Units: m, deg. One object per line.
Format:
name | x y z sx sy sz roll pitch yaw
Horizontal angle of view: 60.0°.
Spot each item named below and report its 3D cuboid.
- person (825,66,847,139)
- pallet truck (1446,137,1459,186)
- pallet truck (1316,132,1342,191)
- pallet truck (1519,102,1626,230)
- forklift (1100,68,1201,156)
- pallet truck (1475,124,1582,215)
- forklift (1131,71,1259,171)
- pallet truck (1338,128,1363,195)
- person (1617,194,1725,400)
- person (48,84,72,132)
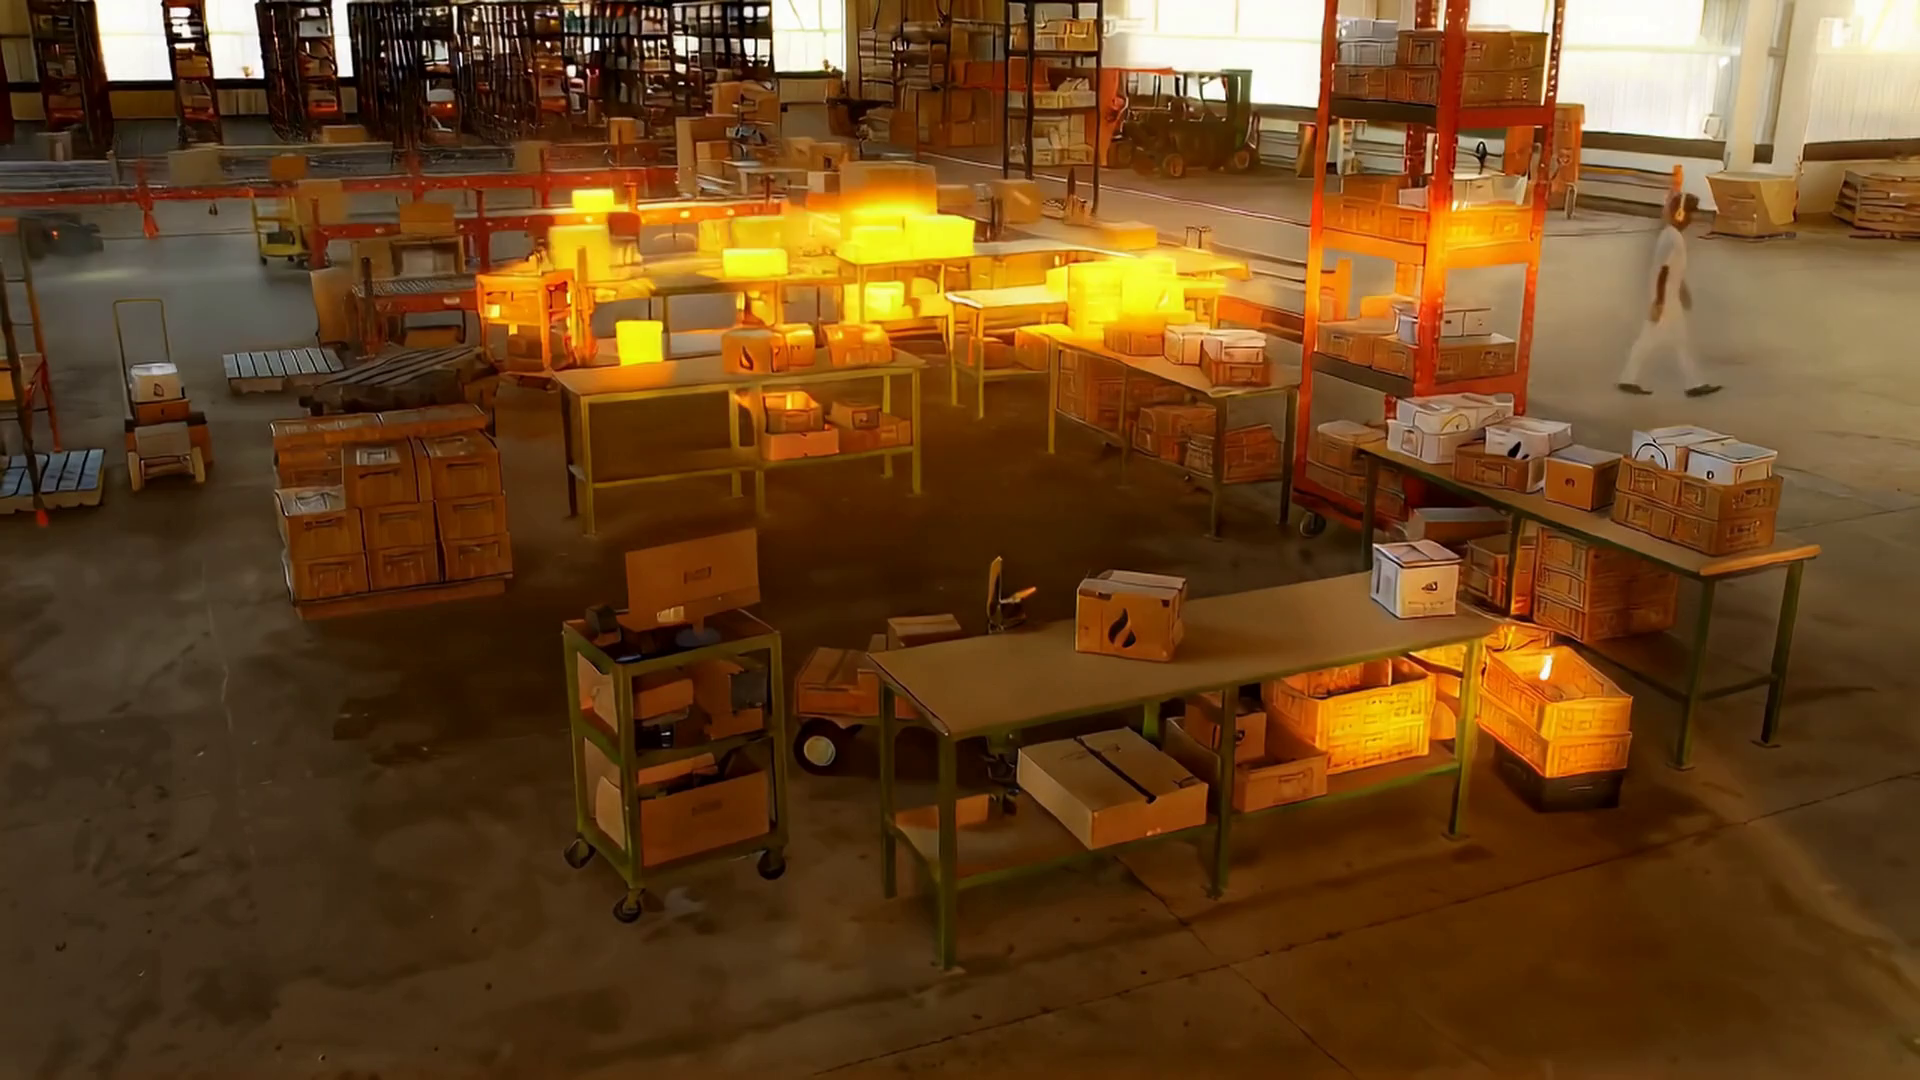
person | -3.425 -12.122 46.044 0.630 1.950 1.009 2 18 7
pallet truck | 9.184 -6.485 29.328 1.630 1.274 0.653 -8 19 -23
pallet truck | 7.723 -7.504 32.656 1.601 1.201 0.680 -8 19 -23
pallet truck | 9.972 -6.037 26.785 1.885 1.965 0.823 -9 20 -25
forklift | 4.082 -9.564 37.410 2.680 1.987 1.157 -8 19 -23
pallet truck | 9.707 -6.455 28.103 1.885 1.965 0.823 -7 19 -20
forklift | 4.998 -8.936 35.413 2.680 1.987 1.157 -9 20 -25
pallet truck | 7.845 -7.140 31.411 1.522 1.261 0.704 -9 20 -25
person | 6.440 -2.161 14.862 0.933 1.831 0.516 6 18 17
person | -22.469 -10.632 41.568 0.513 1.804 0.608 6 19 19
